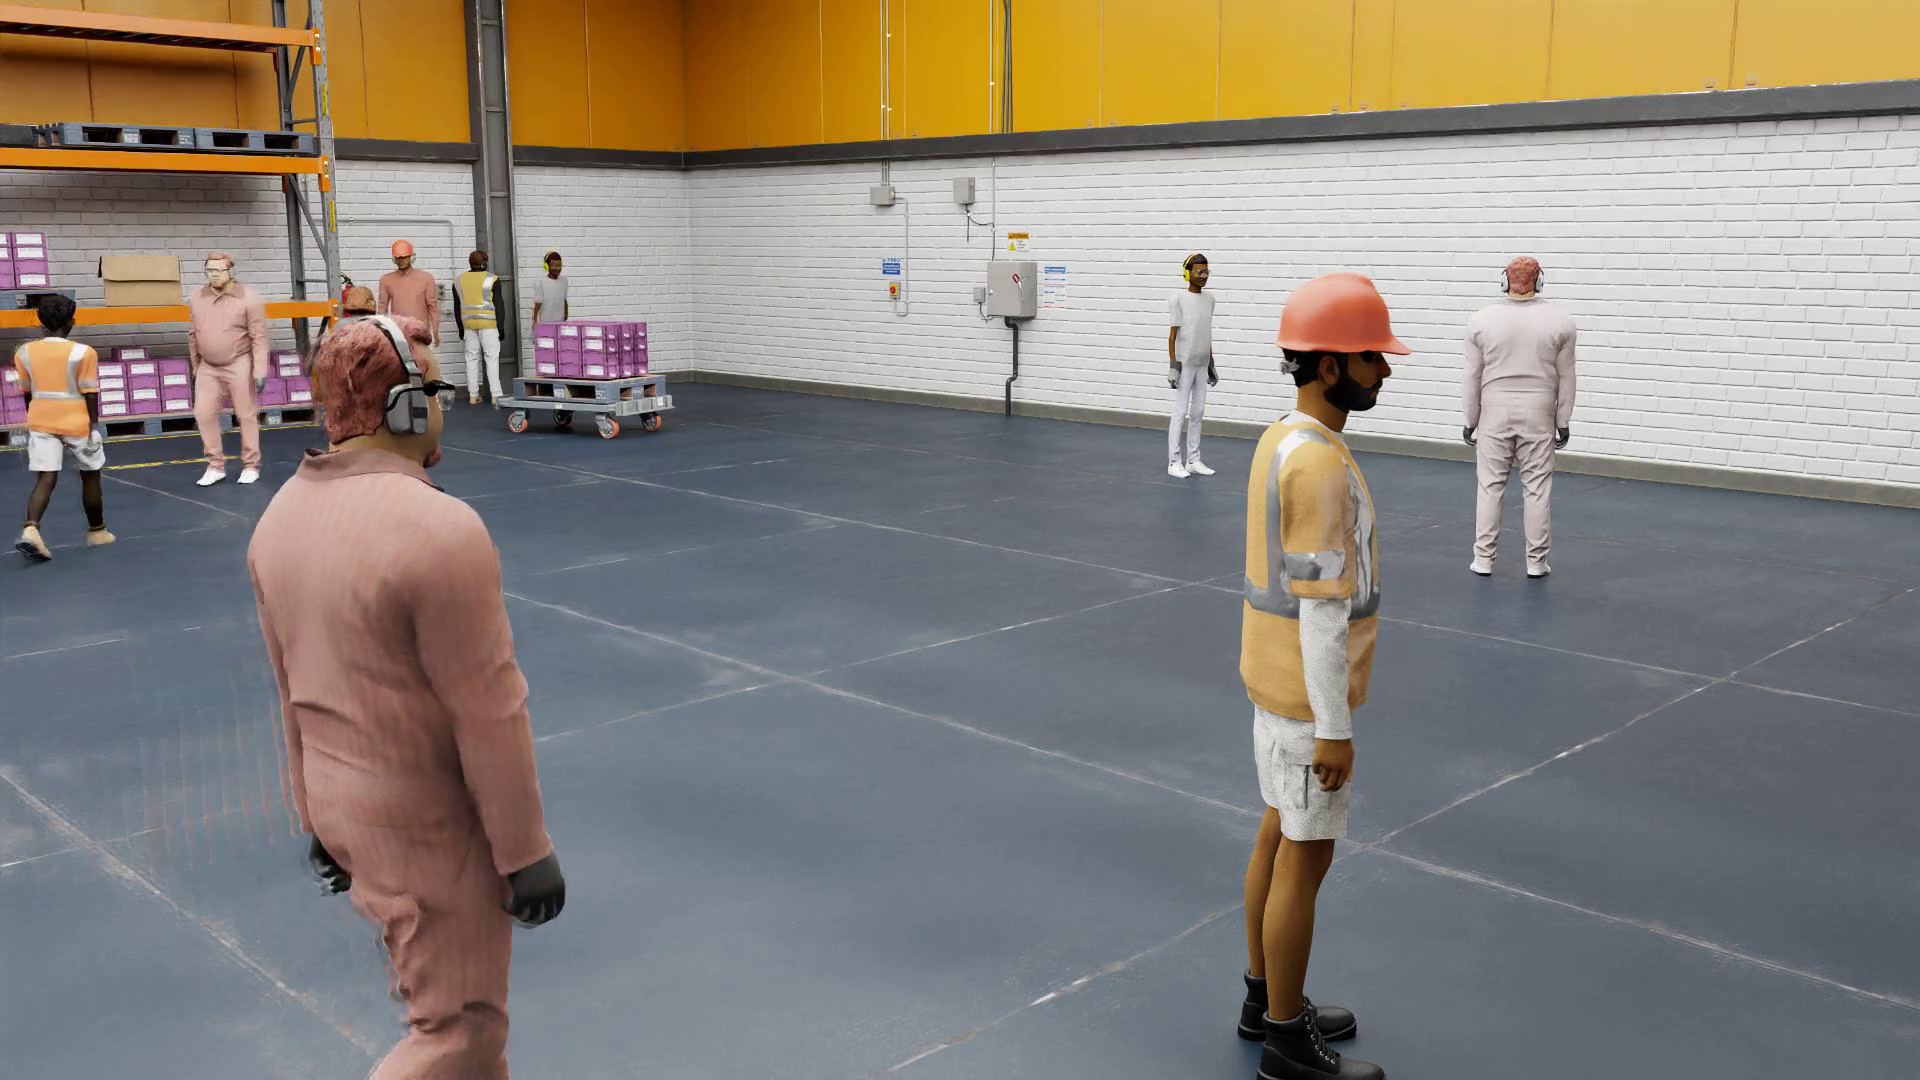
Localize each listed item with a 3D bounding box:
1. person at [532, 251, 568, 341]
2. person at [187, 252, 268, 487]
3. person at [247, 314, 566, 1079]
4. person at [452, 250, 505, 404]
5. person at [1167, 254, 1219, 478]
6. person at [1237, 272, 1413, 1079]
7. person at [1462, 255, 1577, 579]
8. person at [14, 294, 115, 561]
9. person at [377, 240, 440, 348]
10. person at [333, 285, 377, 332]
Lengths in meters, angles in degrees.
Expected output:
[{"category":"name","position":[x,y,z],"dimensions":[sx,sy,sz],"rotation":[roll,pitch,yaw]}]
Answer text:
[{"category":"person","position":[-4.965,-2.585,20.215],"dimensions":[0.572,1.831,0.549],"rotation":[8,13,37]},{"category":"person","position":[-5.923,-1.357,13.367],"dimensions":[0.684,1.880,0.712],"rotation":[1,10,3]},{"category":"person","position":[-1.049,0.522,3.139],"dimensions":[0.661,1.892,0.757],"rotation":[10,14,44]},{"category":"person","position":[-5.759,-2.554,20.016],"dimensions":[0.624,1.845,0.430],"rotation":[2,11,10]},{"category":"person","position":[1.967,-1.463,13.989],"dimensions":[0.537,1.869,0.312],"rotation":[-8,13,-36]},{"category":"person","position":[0.850,0.344,3.948],"dimensions":[0.360,1.938,0.545],"rotation":[0,10,1]},{"category":"person","position":[3.292,-0.719,9.840],"dimensions":[0.641,1.905,0.410],"rotation":[3,11,16]},{"category":"person","position":[-5.668,-0.713,10.462],"dimensions":[0.530,1.661,0.847],"rotation":[0,10,-2]},{"category":"person","position":[-6.059,-2.284,18.200],"dimensions":[0.648,1.961,0.818],"rotation":[-1,10,-6]},{"category":"person","position":[-4.953,-1.287,13.722],"dimensions":[0.511,1.614,0.686],"rotation":[3,11,15]}]
